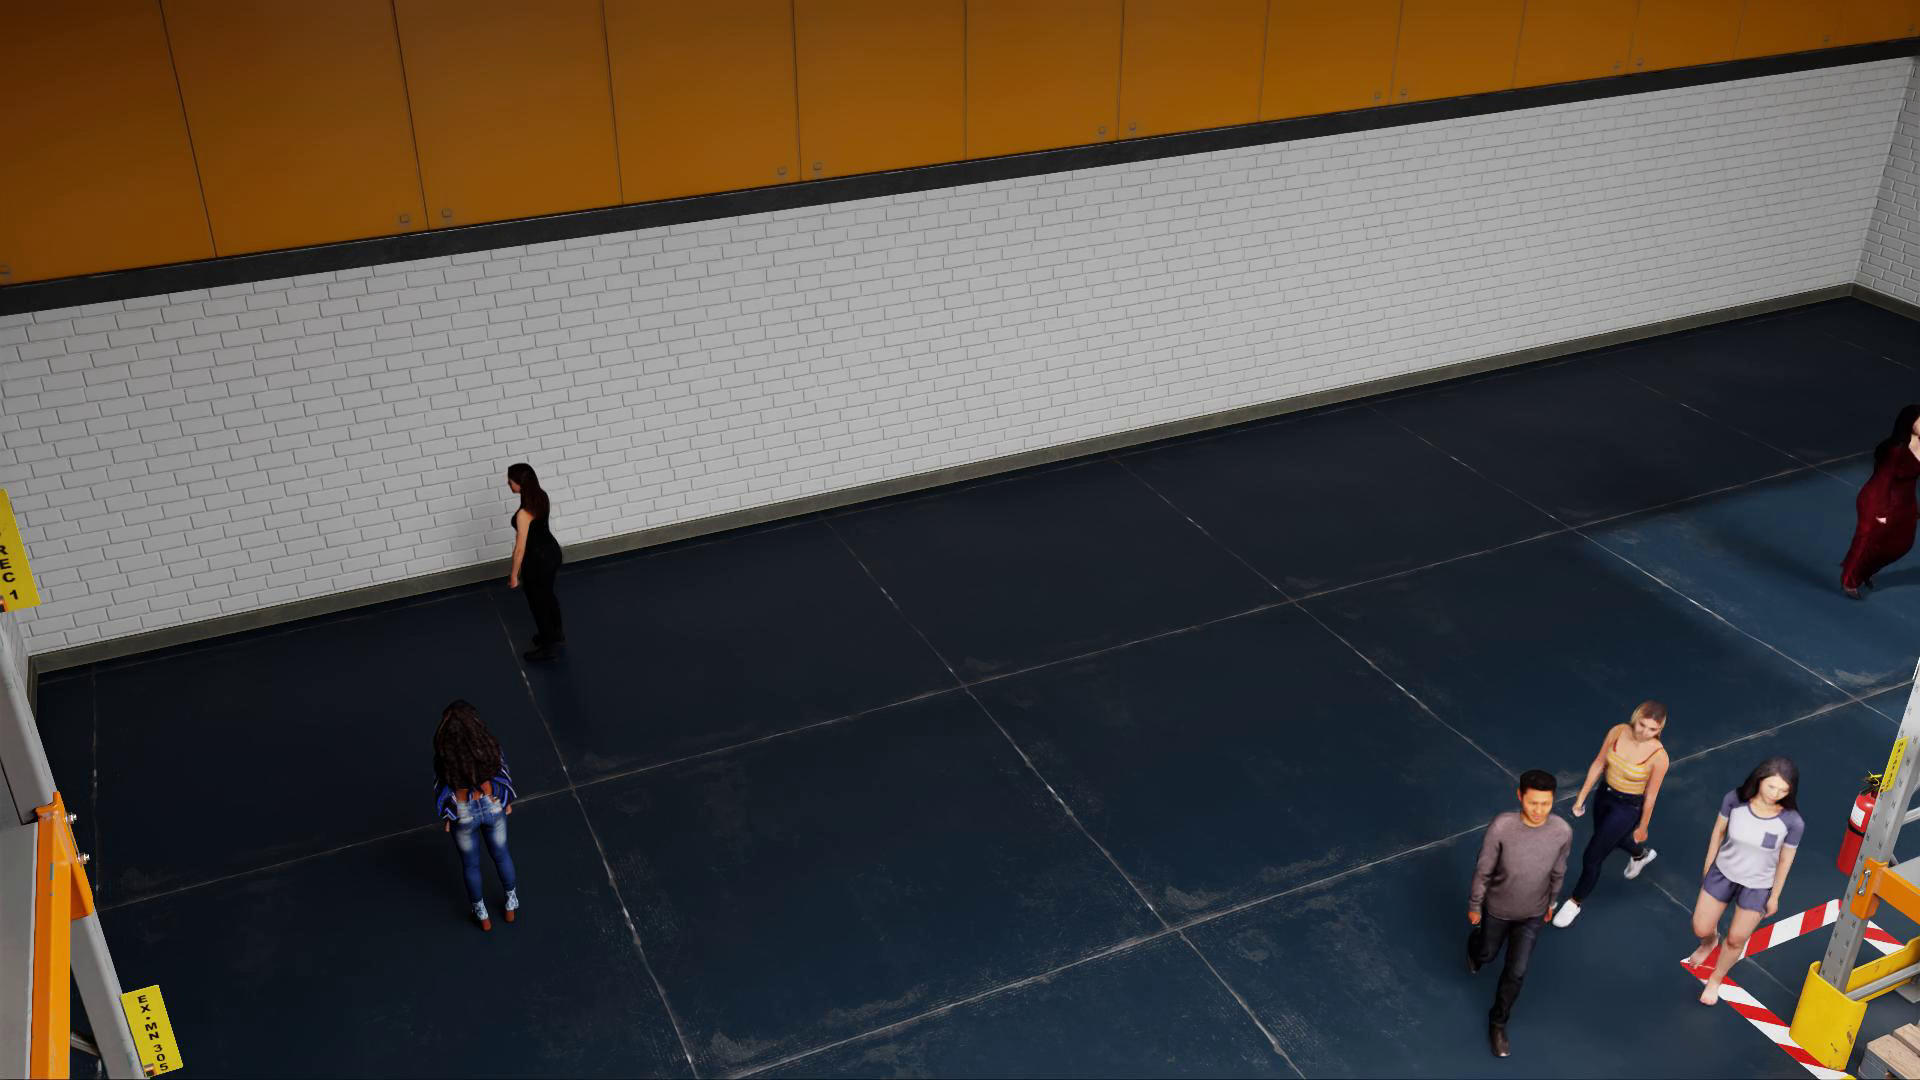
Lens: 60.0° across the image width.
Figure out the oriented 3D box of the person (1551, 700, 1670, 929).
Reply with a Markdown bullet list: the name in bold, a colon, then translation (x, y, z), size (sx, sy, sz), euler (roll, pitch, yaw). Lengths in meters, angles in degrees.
- **person**: translation (4.028, 1.605, 10.058), size (0.700, 1.600, 0.993), euler (-11, 30, -19)

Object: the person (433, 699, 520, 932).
- **person**: translation (-2.899, 1.638, 9.980), size (0.611, 1.618, 0.538), euler (-13, 31, -23)

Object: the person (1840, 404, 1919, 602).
- **person**: translation (7.401, -0.325, 13.440), size (0.679, 1.750, 0.703), euler (-15, 32, -26)

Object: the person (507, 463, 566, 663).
- **person**: translation (-3.150, 0.177, 12.590), size (0.810, 1.683, 0.727), euler (5, 29, 9)

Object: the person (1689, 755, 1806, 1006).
- **person**: translation (4.481, 1.889, 9.443), size (0.710, 1.691, 0.783), euler (21, 35, 33)

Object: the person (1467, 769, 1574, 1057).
- **person**: translation (3.066, 1.968, 9.238), size (0.966, 1.748, 1.134), euler (-2, 29, -3)
